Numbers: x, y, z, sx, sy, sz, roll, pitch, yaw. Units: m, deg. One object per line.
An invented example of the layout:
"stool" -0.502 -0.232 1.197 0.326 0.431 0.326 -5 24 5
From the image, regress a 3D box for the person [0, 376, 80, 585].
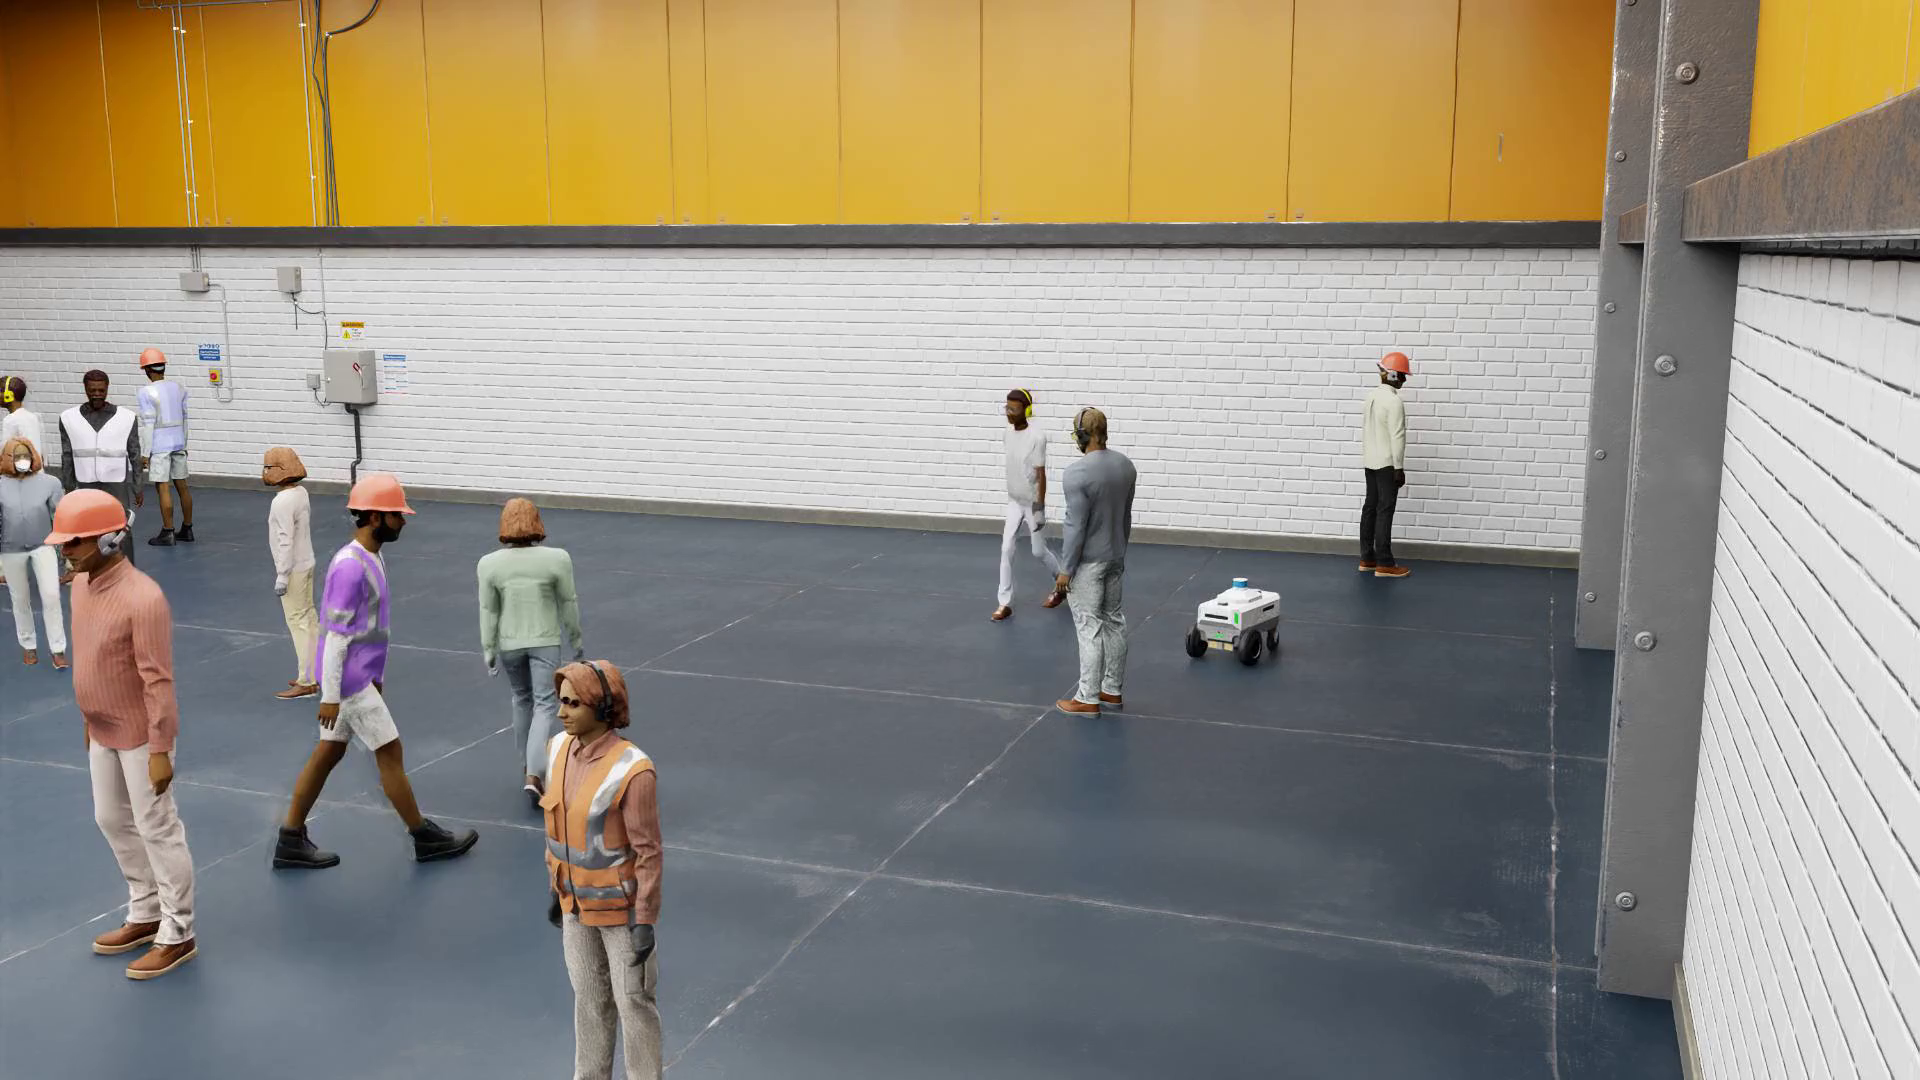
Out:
"person" -8.013 -0.493 14.237 0.960 1.829 0.512 -3 10 -14

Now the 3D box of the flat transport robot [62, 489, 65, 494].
"flat transport robot" -9.951 -0.375 17.913 0.652 0.197 1.431 -3 11 -17

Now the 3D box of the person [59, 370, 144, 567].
"person" -7.051 -0.450 13.705 0.606 1.914 0.403 -4 11 -21

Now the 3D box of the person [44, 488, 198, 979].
"person" -3.359 0.769 6.665 0.702 1.982 0.424 8 13 37

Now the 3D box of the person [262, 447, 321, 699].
"person" -4.328 0.209 10.787 0.264 1.632 0.507 -1 10 -6

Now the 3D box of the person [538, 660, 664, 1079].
"person" -1.138 1.177 5.317 0.515 1.641 0.315 9 13 40

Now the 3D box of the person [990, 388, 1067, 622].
"person" 0.567 -0.301 13.133 0.512 1.834 0.861 9 14 42

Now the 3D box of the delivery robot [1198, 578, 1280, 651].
"delivery robot" 1.991 0.514 11.843 0.477 0.478 0.707 7 12 36

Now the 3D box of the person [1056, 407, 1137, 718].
"person" 0.831 0.140 10.337 0.372 1.934 0.627 9 13 41

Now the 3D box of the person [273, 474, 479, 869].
"person" -2.820 0.628 7.791 0.939 1.871 0.566 -3 10 -14

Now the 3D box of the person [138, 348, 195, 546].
"person" -7.780 -0.904 16.231 0.374 1.928 0.542 4 11 22

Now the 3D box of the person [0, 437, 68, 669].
"person" -6.408 0.105 11.442 0.506 1.611 0.732 -6 12 -30

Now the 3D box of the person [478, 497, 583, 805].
"person" -2.297 0.572 8.840 0.504 1.600 0.810 0 10 -1

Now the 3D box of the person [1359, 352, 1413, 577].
"person" 3.785 -0.672 14.767 0.400 1.984 0.610 -2 10 -12
